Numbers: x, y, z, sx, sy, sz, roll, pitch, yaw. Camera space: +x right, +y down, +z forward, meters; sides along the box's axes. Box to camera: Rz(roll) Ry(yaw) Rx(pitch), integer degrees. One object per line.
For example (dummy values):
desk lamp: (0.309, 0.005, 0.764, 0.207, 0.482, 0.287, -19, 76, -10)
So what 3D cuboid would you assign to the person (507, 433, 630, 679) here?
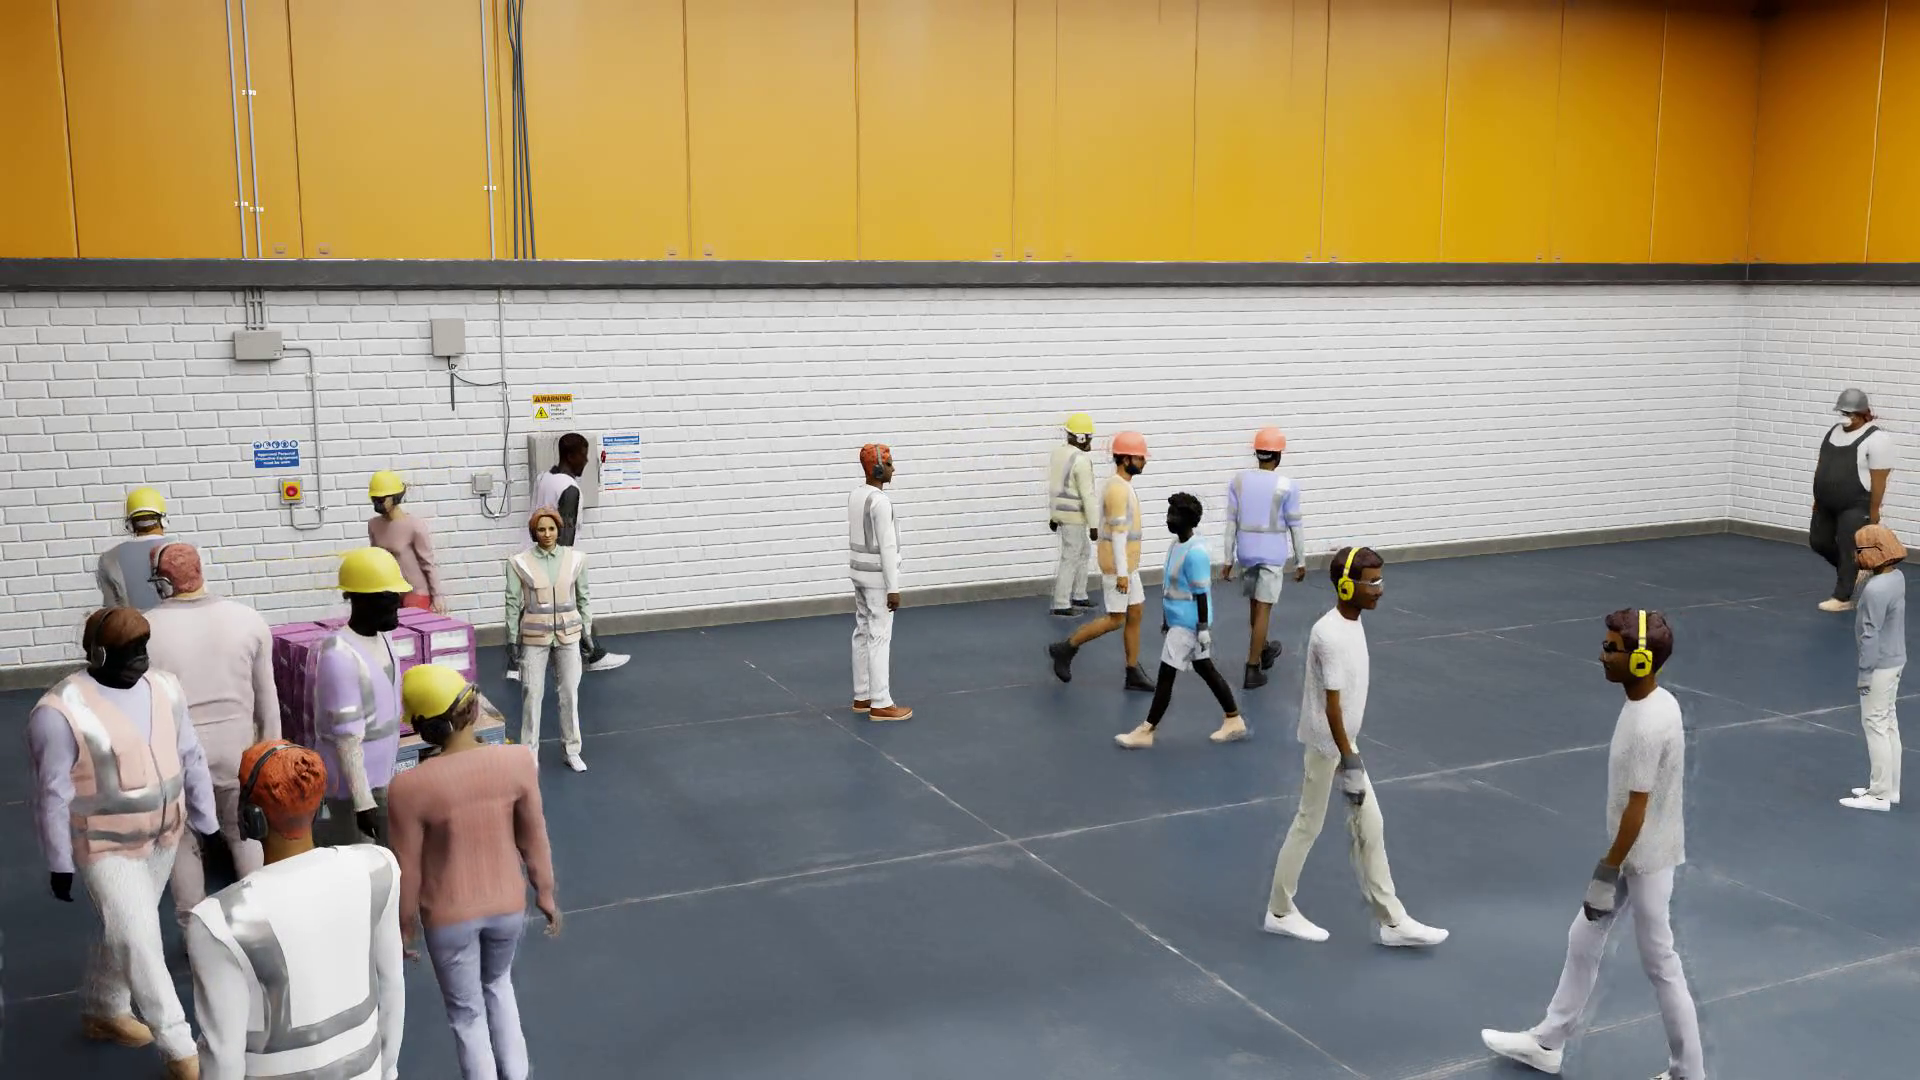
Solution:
person: (-2.983, 0.123, 12.406, 0.973, 1.852, 0.683, -6, 11, -35)

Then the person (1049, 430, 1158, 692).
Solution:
person: (1.083, 0.157, 11.987, 0.764, 1.918, 0.555, 3, 10, 16)

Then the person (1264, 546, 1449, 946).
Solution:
person: (1.770, 0.940, 7.369, 0.897, 1.829, 0.553, 5, 11, 29)

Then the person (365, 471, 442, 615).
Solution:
person: (-3.742, 0.351, 11.403, 0.543, 1.720, 0.824, 5, 10, 29)

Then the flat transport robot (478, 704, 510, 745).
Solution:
flat transport robot: (-3.437, 1.154, 10.886, 0.652, 0.197, 1.431, -5, 10, -27)

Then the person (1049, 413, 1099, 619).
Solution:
person: (1.082, -0.211, 14.582, 0.662, 1.806, 0.631, -3, 10, -21)

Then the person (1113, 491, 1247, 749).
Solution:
person: (1.456, 0.511, 10.590, 0.882, 1.656, 0.546, -1, 9, -4)

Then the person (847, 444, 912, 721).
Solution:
person: (-0.565, 0.284, 11.296, 0.355, 1.882, 0.576, -5, 10, -27)

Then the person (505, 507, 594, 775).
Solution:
person: (-2.469, 0.610, 10.026, 0.525, 1.639, 0.307, -5, 10, -27)

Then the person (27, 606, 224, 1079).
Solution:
person: (-3.122, 1.138, 6.321, 0.884, 1.801, 0.640, 4, 10, 21)

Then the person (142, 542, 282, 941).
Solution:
person: (-3.333, 0.942, 7.299, 0.681, 1.863, 0.563, -7, 12, -39)

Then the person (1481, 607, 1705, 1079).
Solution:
person: (2.339, 1.149, 6.058, 0.898, 1.833, 0.538, 3, 10, 20)

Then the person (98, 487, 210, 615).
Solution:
person: (-4.590, 0.595, 9.601, 0.609, 1.802, 0.518, -2, 9, -11)

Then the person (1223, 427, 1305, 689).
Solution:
person: (2.306, 0.106, 12.362, 0.567, 1.890, 0.958, 6, 11, 35)

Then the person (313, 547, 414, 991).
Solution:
person: (-2.456, 0.973, 6.915, 0.435, 1.913, 0.592, 1, 9, 5)

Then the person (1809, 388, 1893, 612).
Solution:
person: (7.949, -0.372, 14.878, 0.625, 2.000, 0.690, -3, 10, -18)

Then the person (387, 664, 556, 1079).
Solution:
person: (-1.690, 1.258, 5.710, 0.560, 1.729, 0.491, -7, 11, -36)

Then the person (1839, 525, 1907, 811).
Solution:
person: (5.185, 0.720, 9.415, 0.308, 1.624, 0.492, 8, 12, 42)

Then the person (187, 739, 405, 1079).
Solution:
person: (-1.663, 1.423, 4.225, 0.356, 1.884, 0.574, 6, 11, 33)
